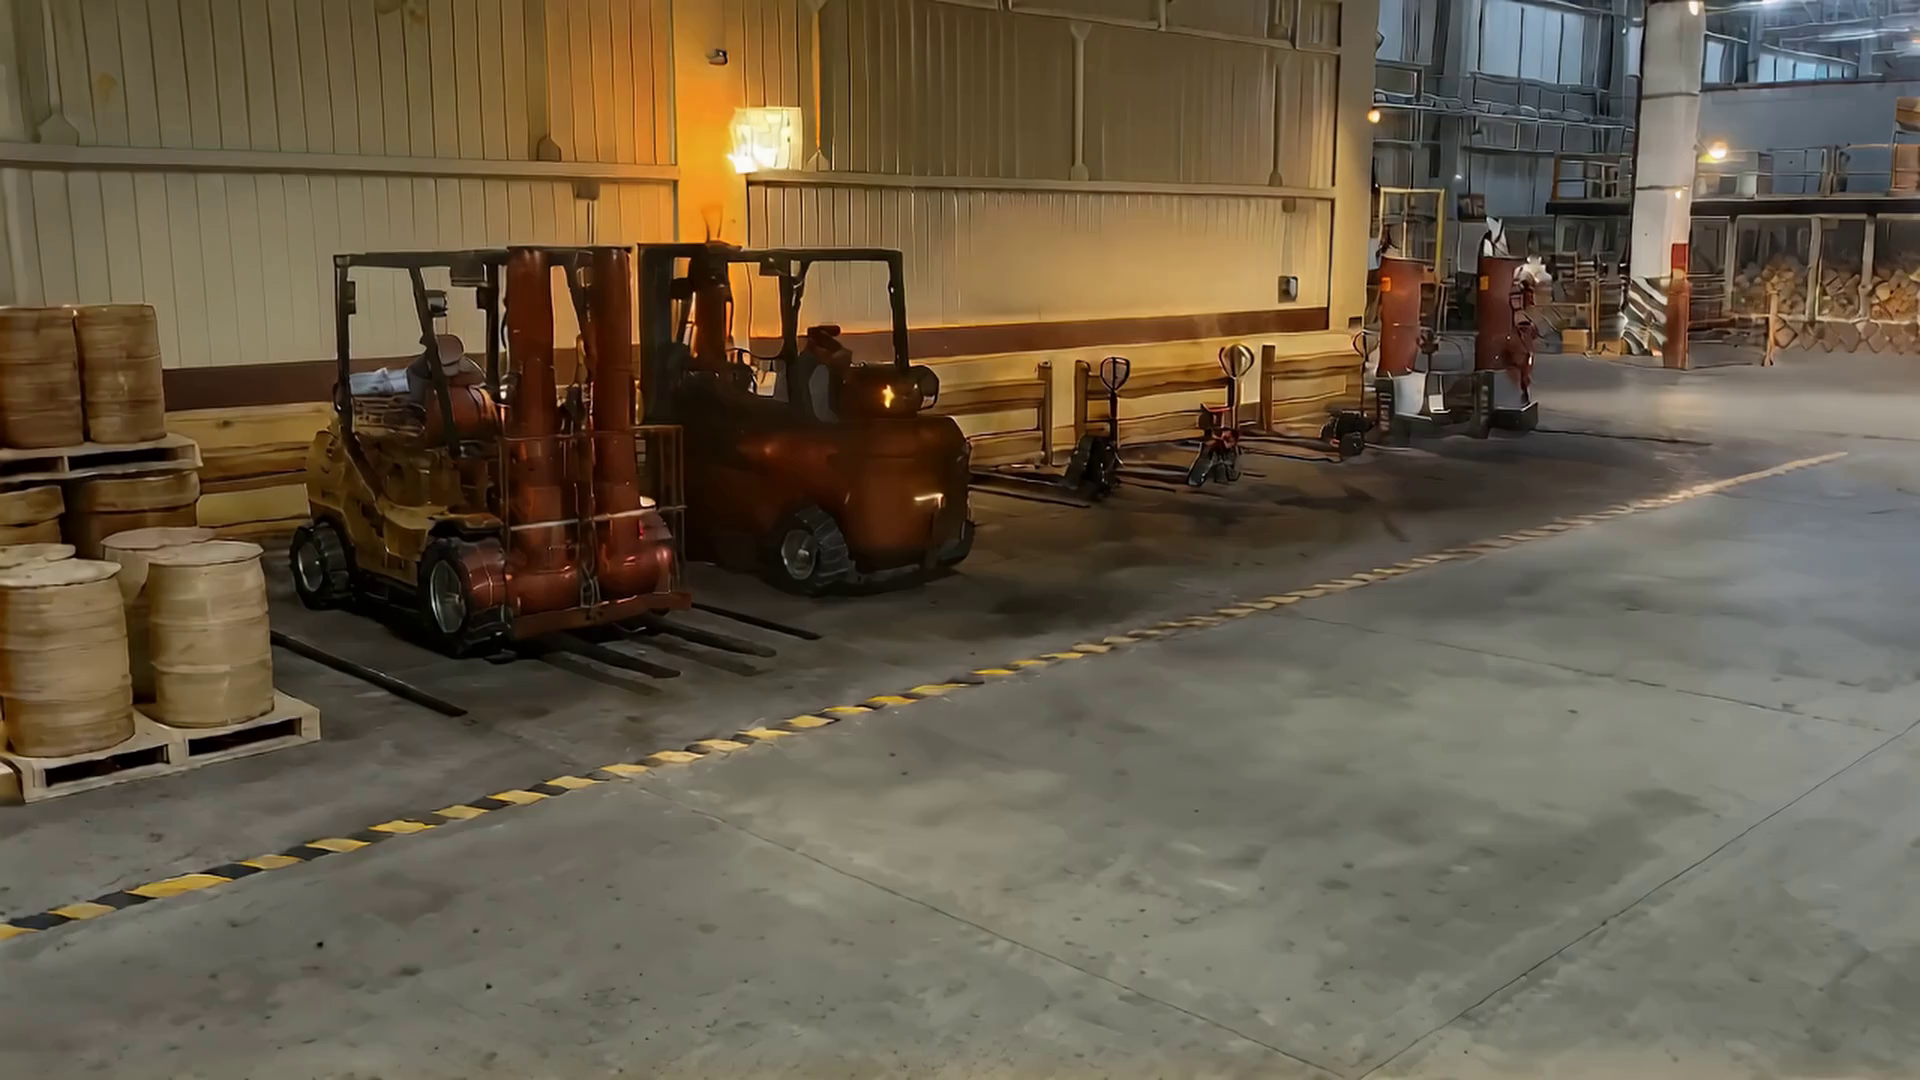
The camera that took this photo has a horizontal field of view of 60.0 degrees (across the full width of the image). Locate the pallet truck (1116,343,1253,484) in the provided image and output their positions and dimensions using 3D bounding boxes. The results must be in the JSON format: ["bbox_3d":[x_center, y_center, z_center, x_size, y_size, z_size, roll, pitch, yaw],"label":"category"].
[{"bbox_3d":[1.962,-1.215,15.415,1.522,1.261,0.704,10,14,43],"label":"pallet truck"}]

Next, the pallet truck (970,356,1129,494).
[{"bbox_3d":[0.784,-1.085,14.876,0.680,1.201,1.601,-10,14,-44],"label":"pallet truck"}]

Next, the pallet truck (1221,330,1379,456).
[{"bbox_3d":[3.563,-1.581,17.381,0.653,1.274,1.630,-10,14,-44],"label":"pallet truck"}]

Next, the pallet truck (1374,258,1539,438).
[{"bbox_3d":[5.704,-2.208,18.901,1.885,1.965,0.823,10,14,43],"label":"pallet truck"}]

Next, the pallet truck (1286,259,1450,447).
[{"bbox_3d":[4.493,-2.078,18.196,0.823,1.965,1.885,-9,14,-40],"label":"pallet truck"}]

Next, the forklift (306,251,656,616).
[{"bbox_3d":[-2.833,-0.669,9.694,1.157,1.987,2.680,-10,14,-44],"label":"forklift"}]

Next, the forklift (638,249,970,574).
[{"bbox_3d":[-1.173,-0.958,11.239,2.680,1.987,1.157,10,14,43],"label":"forklift"}]
